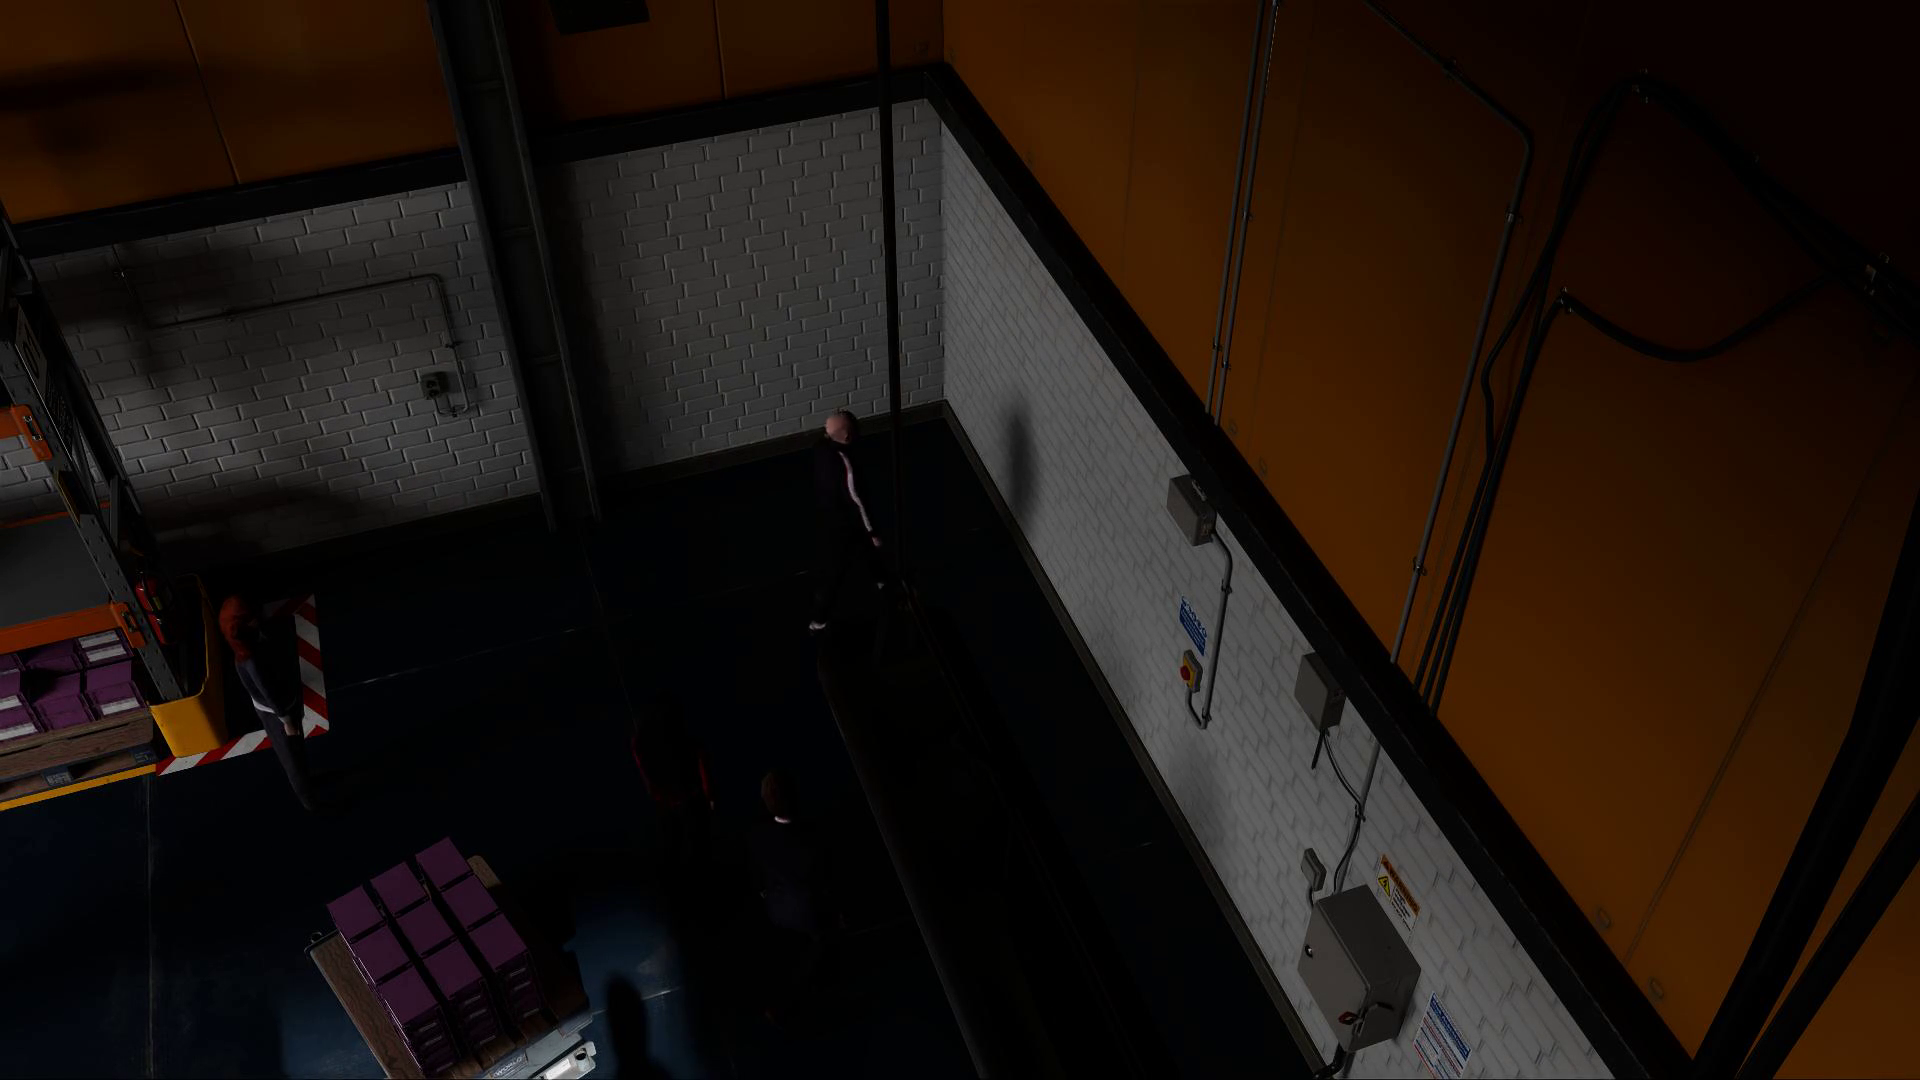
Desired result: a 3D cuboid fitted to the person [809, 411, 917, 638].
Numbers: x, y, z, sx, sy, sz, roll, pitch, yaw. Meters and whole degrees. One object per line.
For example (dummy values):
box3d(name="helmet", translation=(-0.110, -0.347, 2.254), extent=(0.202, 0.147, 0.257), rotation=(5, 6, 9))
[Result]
box3d(name="person", translation=(-0.857, -0.057, 10.903), extent=(1.054, 1.800, 0.686), rotation=(-14, 45, -14))

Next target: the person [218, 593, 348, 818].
box3d(name="person", translation=(-4.029, 0.971, 9.836), extent=(0.512, 1.782, 0.589), rotation=(-16, 46, -17))

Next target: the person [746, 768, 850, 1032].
box3d(name="person", translation=(-0.887, 1.948, 8.804), extent=(1.012, 1.791, 1.091), rotation=(22, 48, 22))

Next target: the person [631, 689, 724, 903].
box3d(name="person", translation=(-1.588, 1.474, 9.407), extent=(0.605, 1.647, 0.724), rotation=(4, 44, 4))
